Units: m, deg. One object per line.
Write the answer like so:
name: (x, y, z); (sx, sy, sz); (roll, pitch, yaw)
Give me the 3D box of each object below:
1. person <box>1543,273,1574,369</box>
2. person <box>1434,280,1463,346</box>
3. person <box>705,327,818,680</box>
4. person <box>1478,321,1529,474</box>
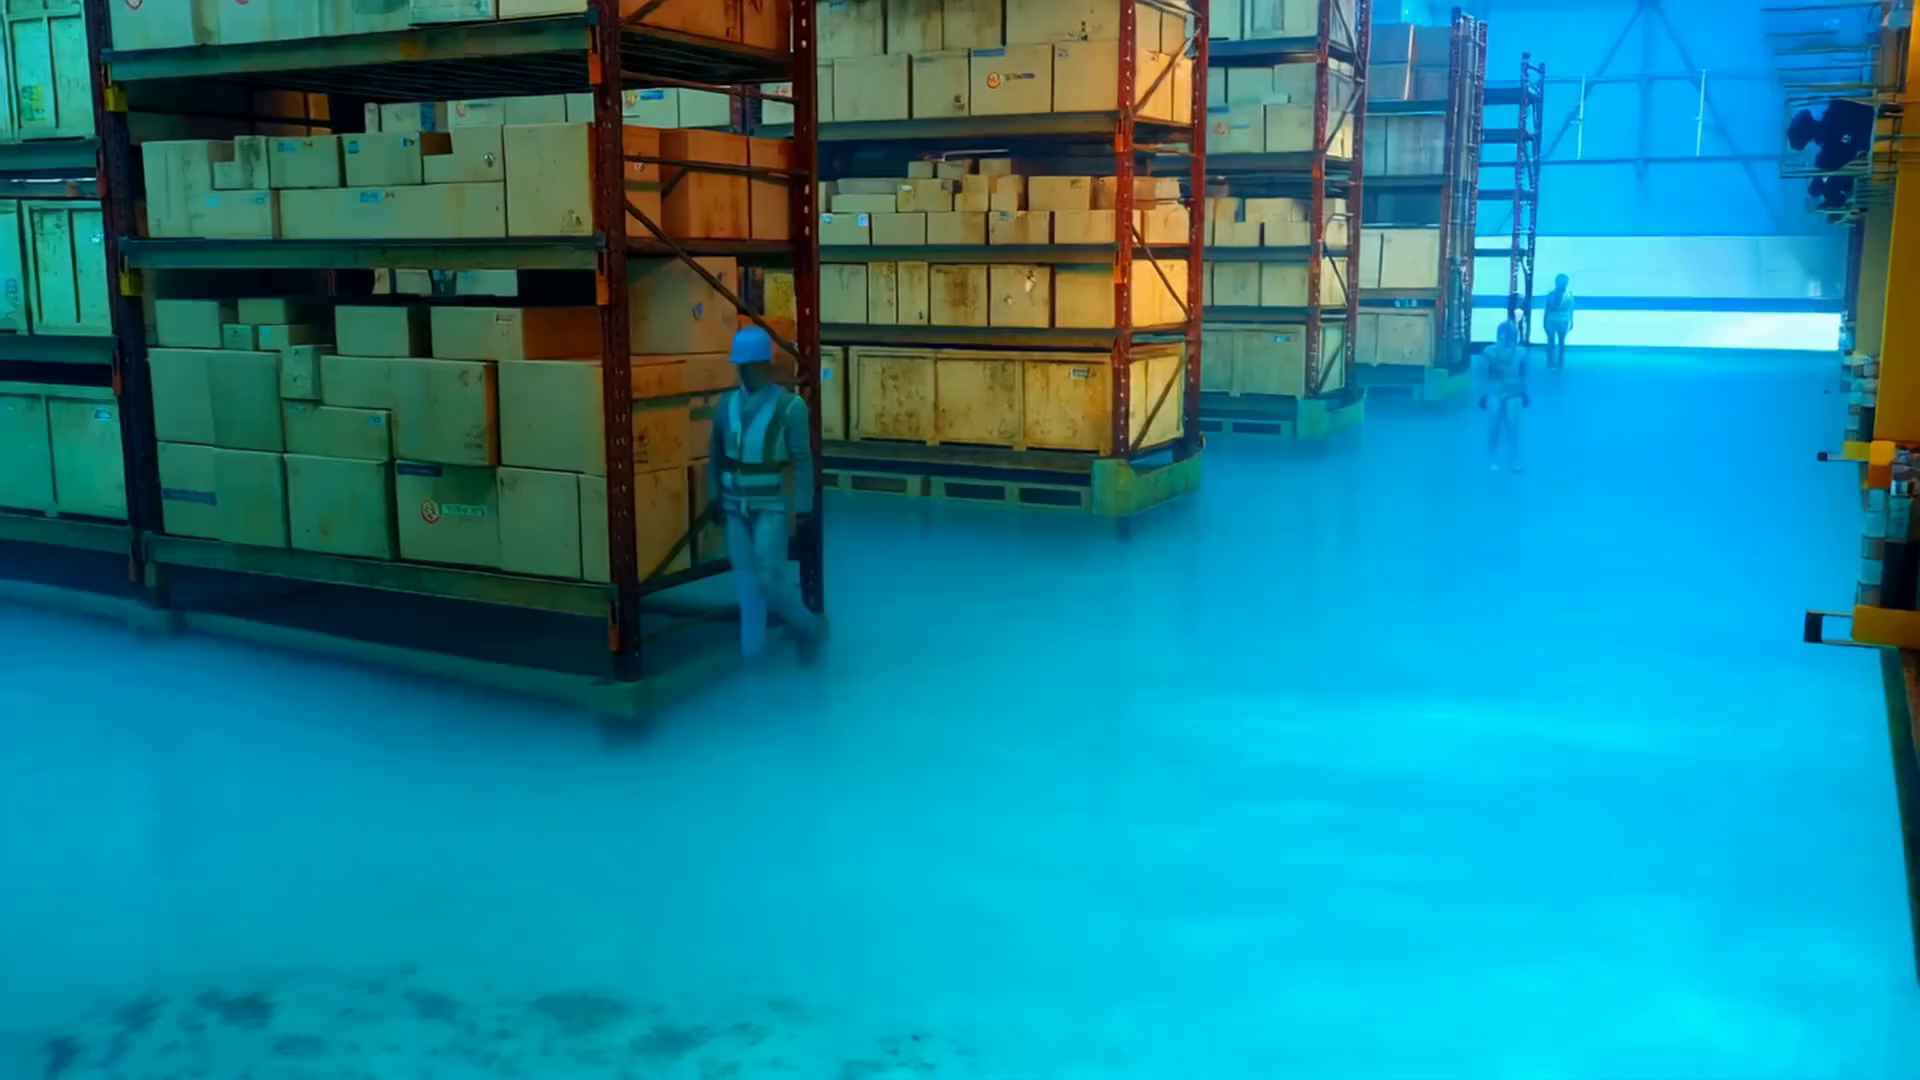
person: (11.978, -4.371, 33.318); (0.597, 1.918, 0.707); (6, 11, 29)
person: (8.732, -3.737, 29.790); (0.650, 1.887, 1.040); (-4, 11, -22)
person: (-1.098, -0.199, 9.133); (0.624, 1.930, 0.444); (6, 11, 31)
person: (5.742, -1.488, 17.514); (0.551, 1.605, 0.761); (1, 10, 4)
